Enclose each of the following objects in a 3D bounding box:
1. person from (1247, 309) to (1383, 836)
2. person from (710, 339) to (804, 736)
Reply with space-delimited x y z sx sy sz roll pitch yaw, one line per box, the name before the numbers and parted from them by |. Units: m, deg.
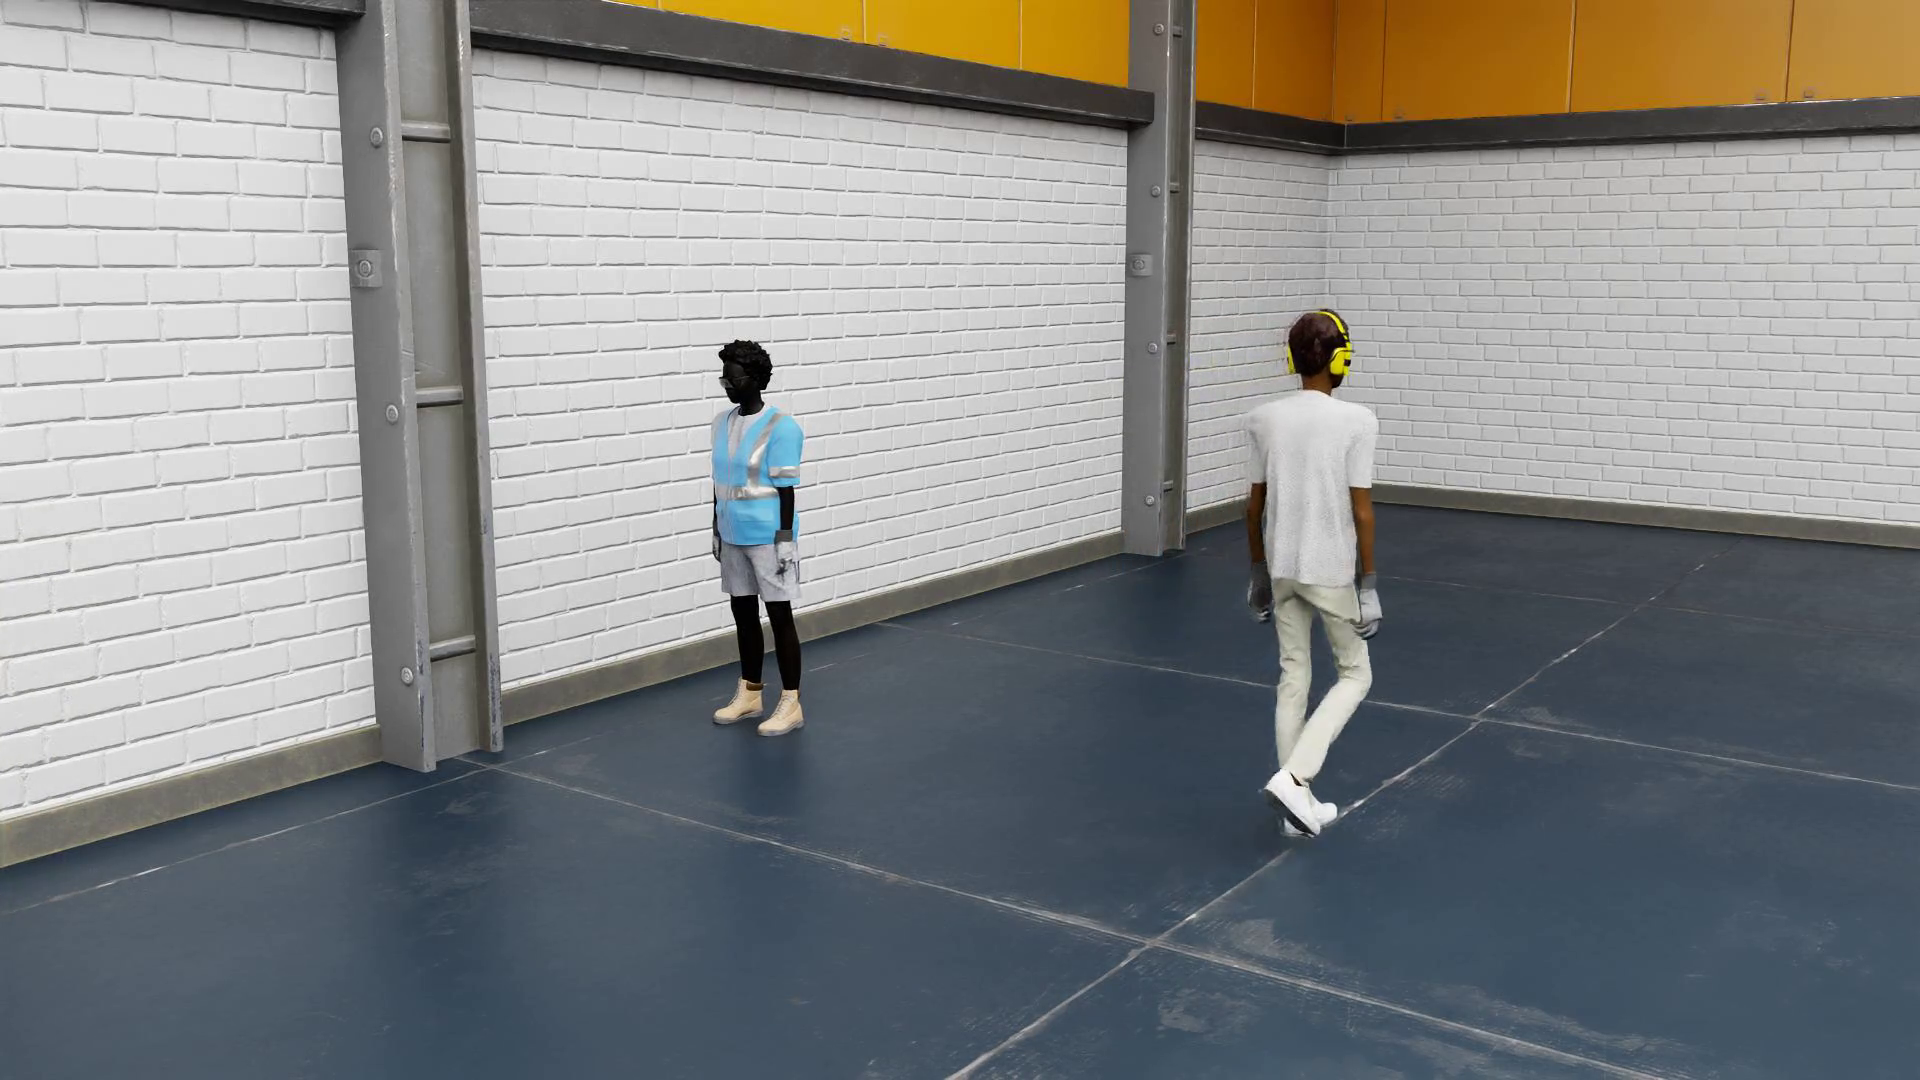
person | 1.224 0.135 5.780 0.552 1.858 0.436 9 13 42
person | -0.887 -0.012 7.155 0.530 1.693 0.319 8 12 40
